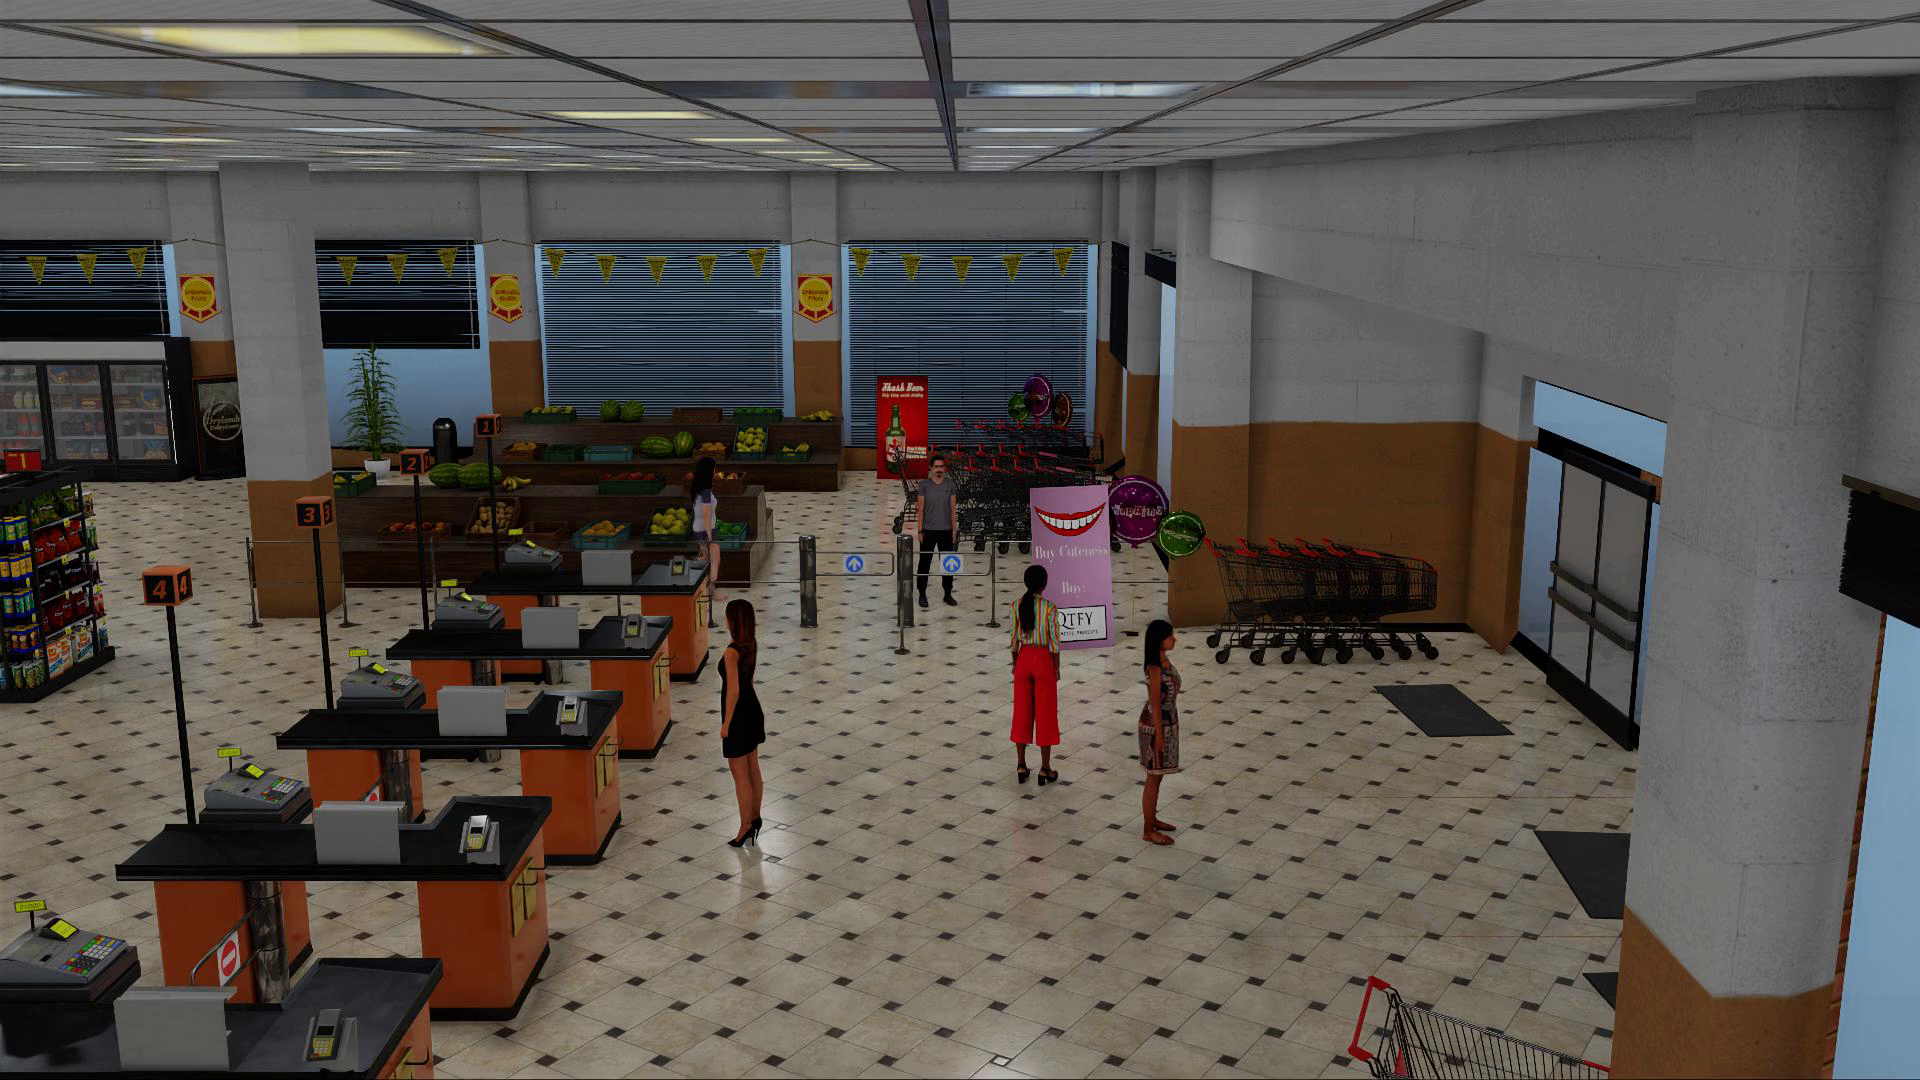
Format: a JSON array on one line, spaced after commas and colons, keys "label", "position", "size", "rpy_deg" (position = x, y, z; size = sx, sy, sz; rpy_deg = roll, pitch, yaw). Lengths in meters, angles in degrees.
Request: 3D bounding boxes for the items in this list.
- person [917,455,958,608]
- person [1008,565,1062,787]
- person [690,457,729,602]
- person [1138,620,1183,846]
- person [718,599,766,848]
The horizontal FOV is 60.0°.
[{"label": "person", "position": [-0.271, -0.118, 19.081], "size": [0.537, 1.752, 0.713], "rpy_deg": [-3, 12, -13]}, {"label": "person", "position": [0.600, 1.072, 13.333], "size": [0.590, 1.793, 0.726], "rpy_deg": [5, 13, 22]}, {"label": "person", "position": [-3.018, -0.105, 19.168], "size": [0.935, 1.691, 0.789], "rpy_deg": [-5, 13, -22]}, {"label": "person", "position": [1.451, 1.384, 12.208], "size": [0.602, 1.645, 0.692], "rpy_deg": [3, 12, 12]}, {"label": "person", "position": [-1.582, 1.321, 12.045], "size": [0.615, 1.835, 0.637], "rpy_deg": [4, 12, 17]}]
